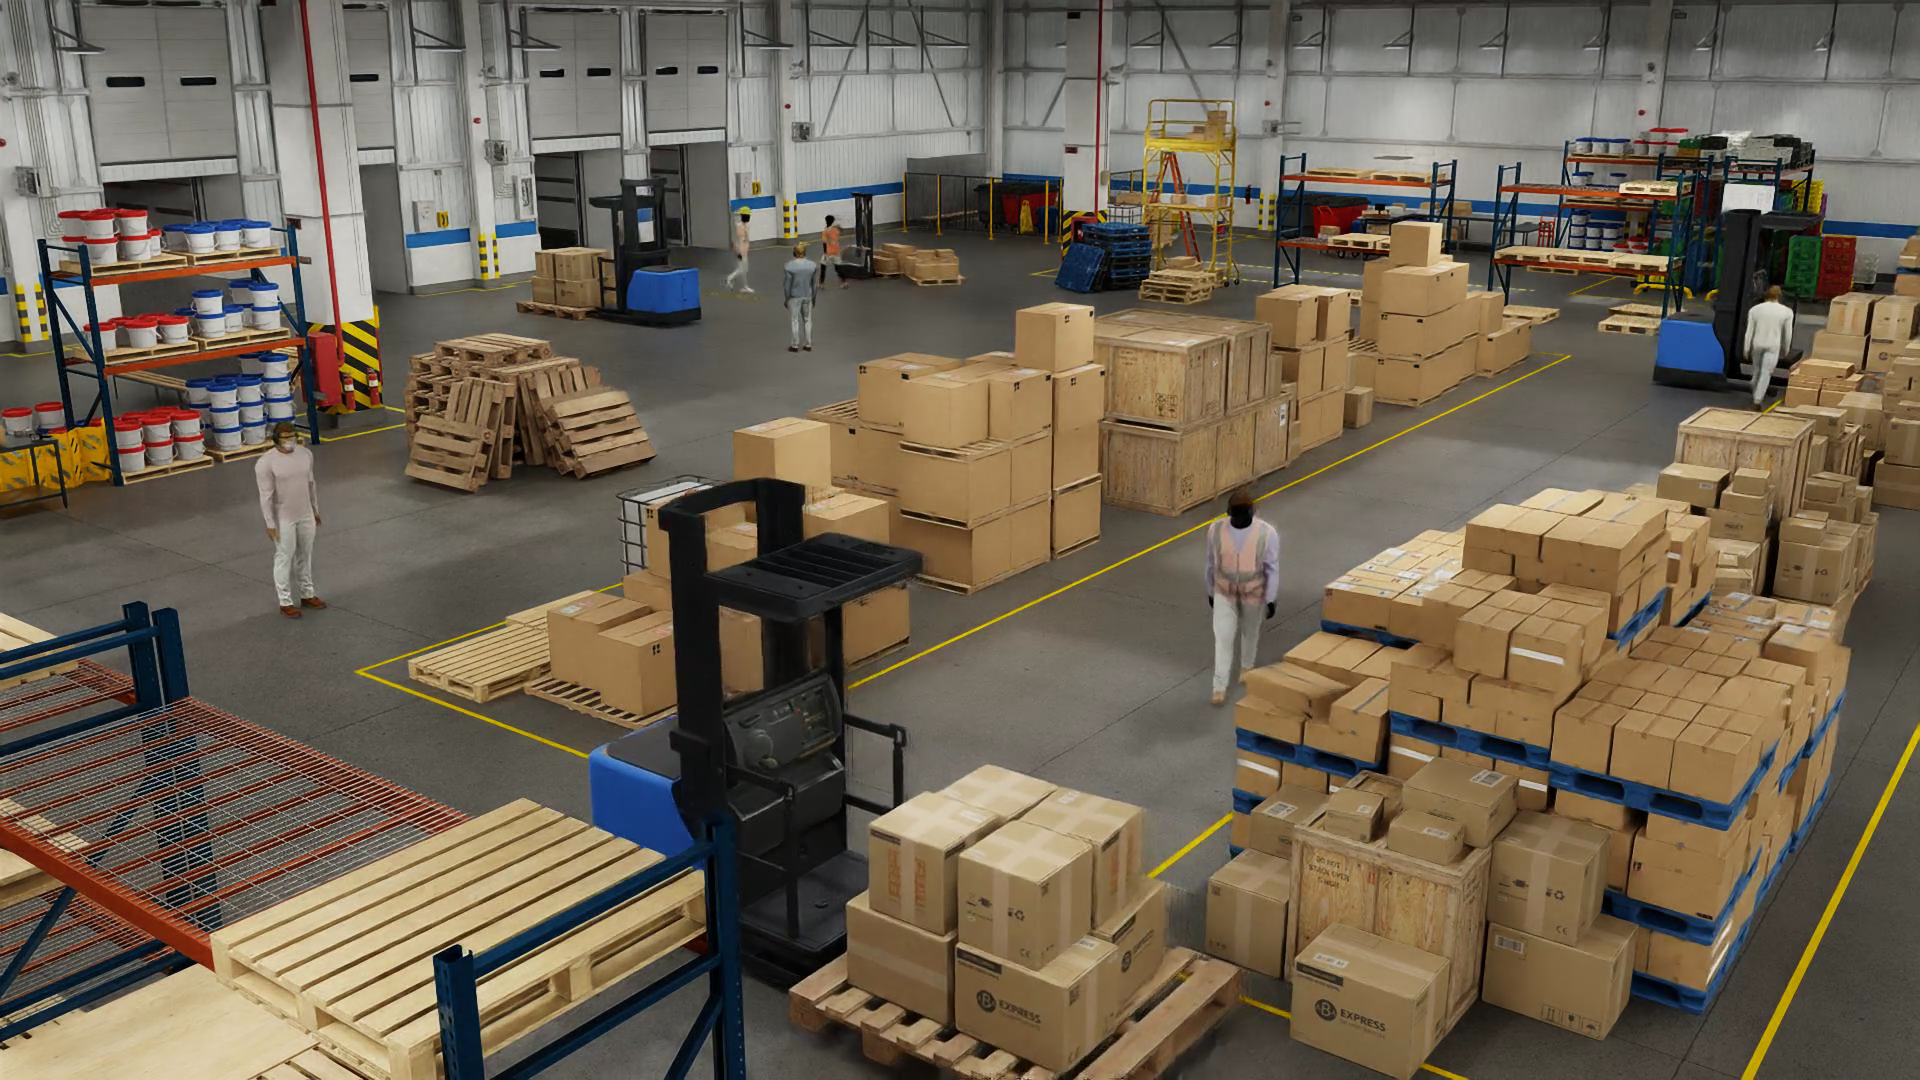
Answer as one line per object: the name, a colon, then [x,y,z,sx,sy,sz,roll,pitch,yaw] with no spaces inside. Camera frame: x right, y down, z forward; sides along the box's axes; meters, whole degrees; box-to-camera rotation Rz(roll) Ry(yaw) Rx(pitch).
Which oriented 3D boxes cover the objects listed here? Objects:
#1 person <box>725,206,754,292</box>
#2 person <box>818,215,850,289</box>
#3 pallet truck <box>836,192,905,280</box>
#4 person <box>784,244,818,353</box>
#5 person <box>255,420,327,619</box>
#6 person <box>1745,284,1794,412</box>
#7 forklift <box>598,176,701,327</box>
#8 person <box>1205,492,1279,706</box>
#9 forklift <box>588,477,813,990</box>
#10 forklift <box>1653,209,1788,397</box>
person: [-4.818,-6.386,36.569,0.592,1.912,0.605,-1,17,-2]
person: [-2.824,-6.411,37.090,0.680,1.647,0.539,15,22,40]
pallet truck: [-1.936,-7.159,38.982,1.885,1.965,0.823,-12,21,-34]
person: [-2.836,-4.309,29.667,0.639,1.928,0.369,-9,19,-27]
person: [-6.467,-0.221,16.111,0.359,1.936,0.632,9,19,28]
person: [12.146,-2.895,25.061,0.629,1.894,1.020,12,21,36]
forklift: [-6.138,-5.705,32.666,1.873,2.768,1.129,12,21,35]
person: [2.380,0.456,14.122,0.630,1.796,0.960,5,17,15]
forklift: [-1.354,1.056,10.279,1.873,2.768,1.129,12,21,35]
forklift: [12.271,-3.827,26.446,1.873,2.768,1.129,12,21,35]
